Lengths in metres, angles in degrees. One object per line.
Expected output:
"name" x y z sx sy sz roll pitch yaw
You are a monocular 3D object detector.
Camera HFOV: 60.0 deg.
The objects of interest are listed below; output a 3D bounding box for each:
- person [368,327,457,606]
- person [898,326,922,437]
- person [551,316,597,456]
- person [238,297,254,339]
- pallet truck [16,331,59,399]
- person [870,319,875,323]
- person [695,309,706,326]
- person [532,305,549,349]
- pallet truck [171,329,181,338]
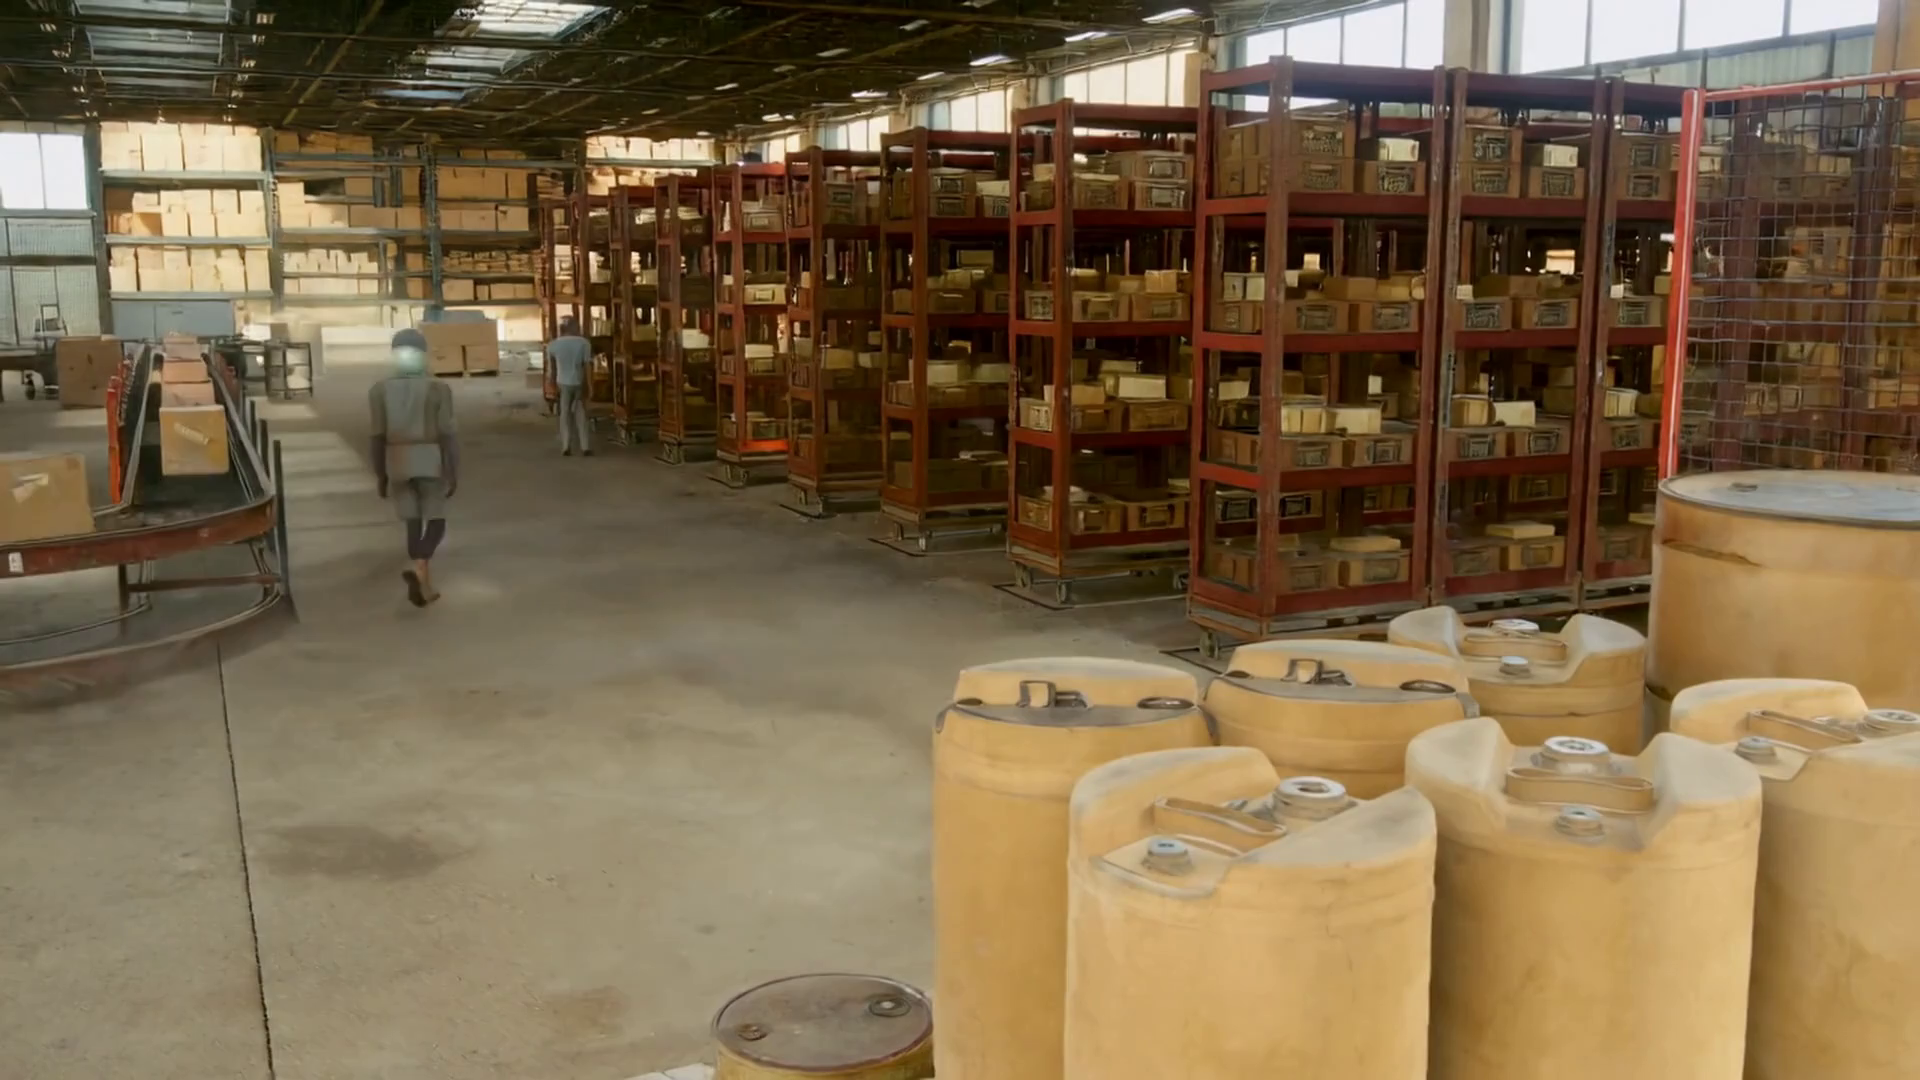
"person" -3.899 -0.497 11.837 0.606 2.021 0.722 0 9 0
"person" -0.583 -1.593 19.220 0.403 1.828 0.596 2 9 14
"person" -5.076 -2.015 21.813 0.563 1.839 0.393 2 9 13
"person" -18.270 -5.324 42.555 0.299 1.772 0.533 3 10 15
"pallet truck" -17.082 -3.353 31.781 1.630 1.274 0.653 -4 10 -25
"person" -2.812 -6.707 51.584 0.542 1.623 0.404 -5 10 -28
"person" -6.803 -5.539 43.351 0.504 1.944 0.734 -3 10 -21
"person" -12.628 -6.641 50.177 0.615 1.945 0.406 2 9 12
"pallet truck" -17.275 -3.851 35.096 1.601 1.201 0.680 0 9 1
